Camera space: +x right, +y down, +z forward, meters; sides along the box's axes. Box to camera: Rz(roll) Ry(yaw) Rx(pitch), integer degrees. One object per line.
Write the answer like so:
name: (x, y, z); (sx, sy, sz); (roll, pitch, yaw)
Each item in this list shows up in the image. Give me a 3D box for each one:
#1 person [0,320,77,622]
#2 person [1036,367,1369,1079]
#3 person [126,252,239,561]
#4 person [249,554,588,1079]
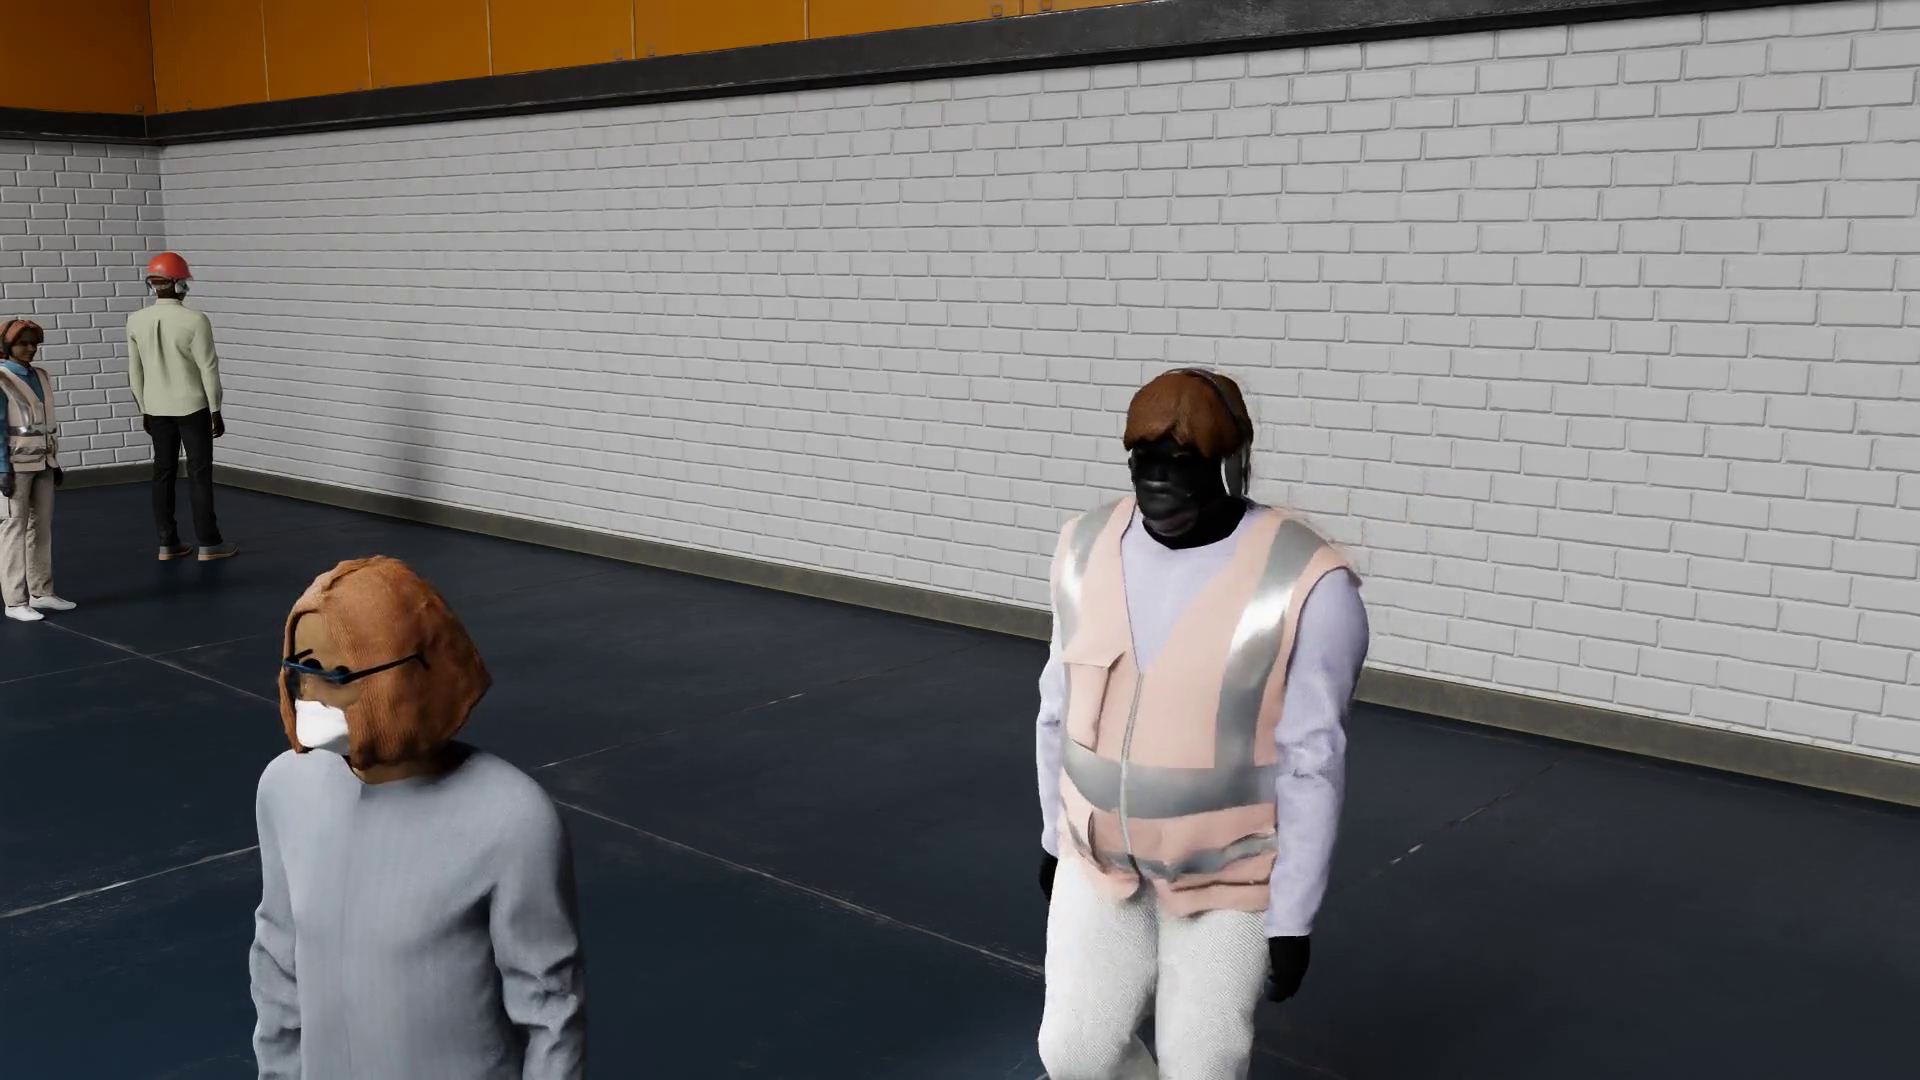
person: (-5.112, -0.383, 9.112); (0.310, 1.636, 0.523); (1, 10, 4)
person: (0.409, 0.592, 3.033); (0.640, 1.821, 0.463); (6, 12, 33)
person: (-5.051, -0.855, 10.777); (0.608, 1.997, 0.375); (2, 10, 9)
person: (-0.738, 0.823, 2.254); (0.507, 1.631, 0.273); (4, 11, 20)
